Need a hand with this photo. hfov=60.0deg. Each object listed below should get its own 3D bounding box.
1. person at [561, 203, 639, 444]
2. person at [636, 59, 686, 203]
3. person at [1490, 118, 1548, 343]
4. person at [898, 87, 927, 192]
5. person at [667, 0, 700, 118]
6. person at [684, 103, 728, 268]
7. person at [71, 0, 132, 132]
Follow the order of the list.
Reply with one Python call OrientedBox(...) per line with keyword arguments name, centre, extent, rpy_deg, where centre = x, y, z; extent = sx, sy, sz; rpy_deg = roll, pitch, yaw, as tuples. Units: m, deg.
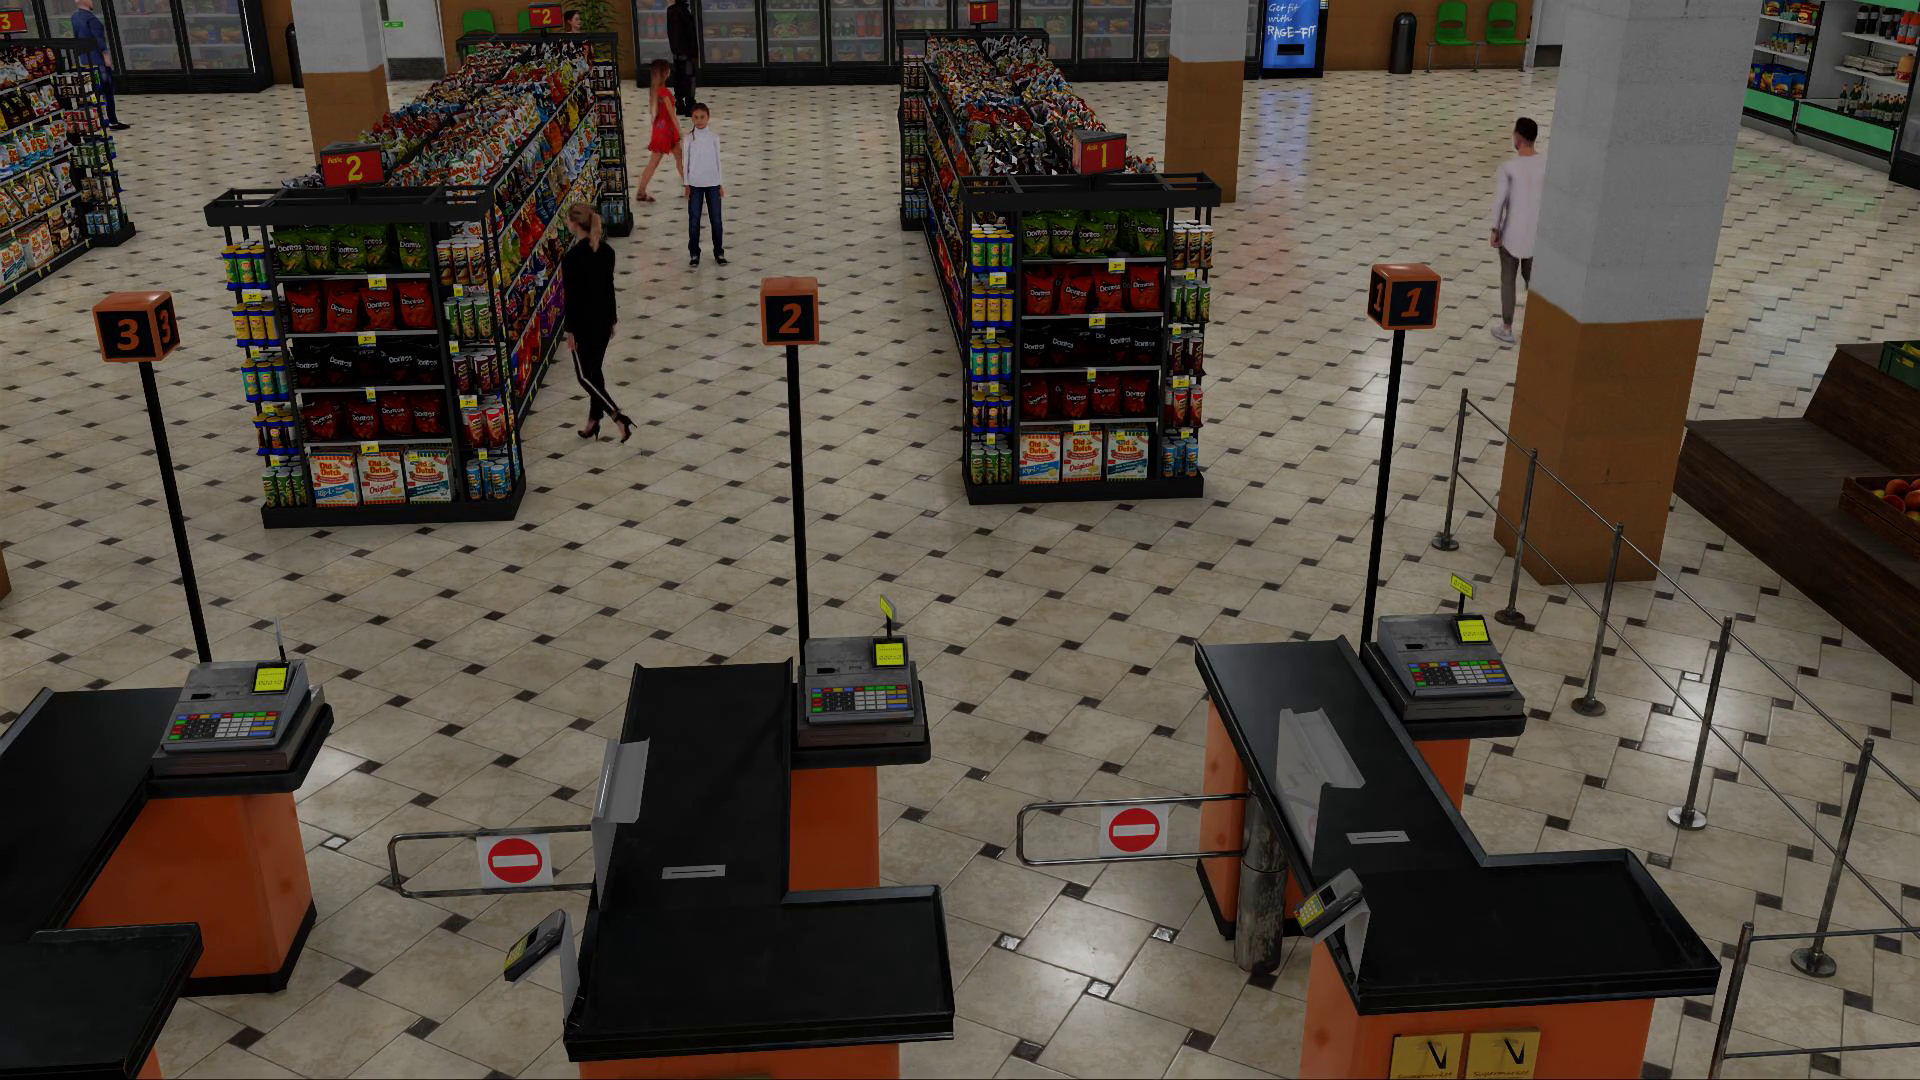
OrientedBox(name="person", centre=(-2.462, -1.416, 11.272), extent=(0.992, 1.692, 0.953), rpy_deg=(16, 28, 32))
OrientedBox(name="person", centre=(-3.379, -4.509, 18.527), extent=(0.869, 1.542, 1.087), rpy_deg=(-10, 26, -22))
OrientedBox(name="person", centre=(4.635, -2.503, 13.602), extent=(0.667, 1.815, 0.757), rpy_deg=(-1, 24, -2))
OrientedBox(name="person", centre=(-0.464, -4.404, 18.194), extent=(0.722, 1.617, 0.585), rpy_deg=(-5, 24, -10))
OrientedBox(name="person", centre=(-4.007, -7.068, 24.023), extent=(0.782, 1.825, 0.859), rpy_deg=(21, 31, 40))
OrientedBox(name="person", centre=(-2.463, -3.428, 16.039), extent=(0.556, 1.558, 0.538), rpy_deg=(-5, 24, -11))
OrientedBox(name="person", centre=(-11.903, -6.587, 22.922), extent=(0.801, 1.826, 0.792), rpy_deg=(11, 26, 24))
